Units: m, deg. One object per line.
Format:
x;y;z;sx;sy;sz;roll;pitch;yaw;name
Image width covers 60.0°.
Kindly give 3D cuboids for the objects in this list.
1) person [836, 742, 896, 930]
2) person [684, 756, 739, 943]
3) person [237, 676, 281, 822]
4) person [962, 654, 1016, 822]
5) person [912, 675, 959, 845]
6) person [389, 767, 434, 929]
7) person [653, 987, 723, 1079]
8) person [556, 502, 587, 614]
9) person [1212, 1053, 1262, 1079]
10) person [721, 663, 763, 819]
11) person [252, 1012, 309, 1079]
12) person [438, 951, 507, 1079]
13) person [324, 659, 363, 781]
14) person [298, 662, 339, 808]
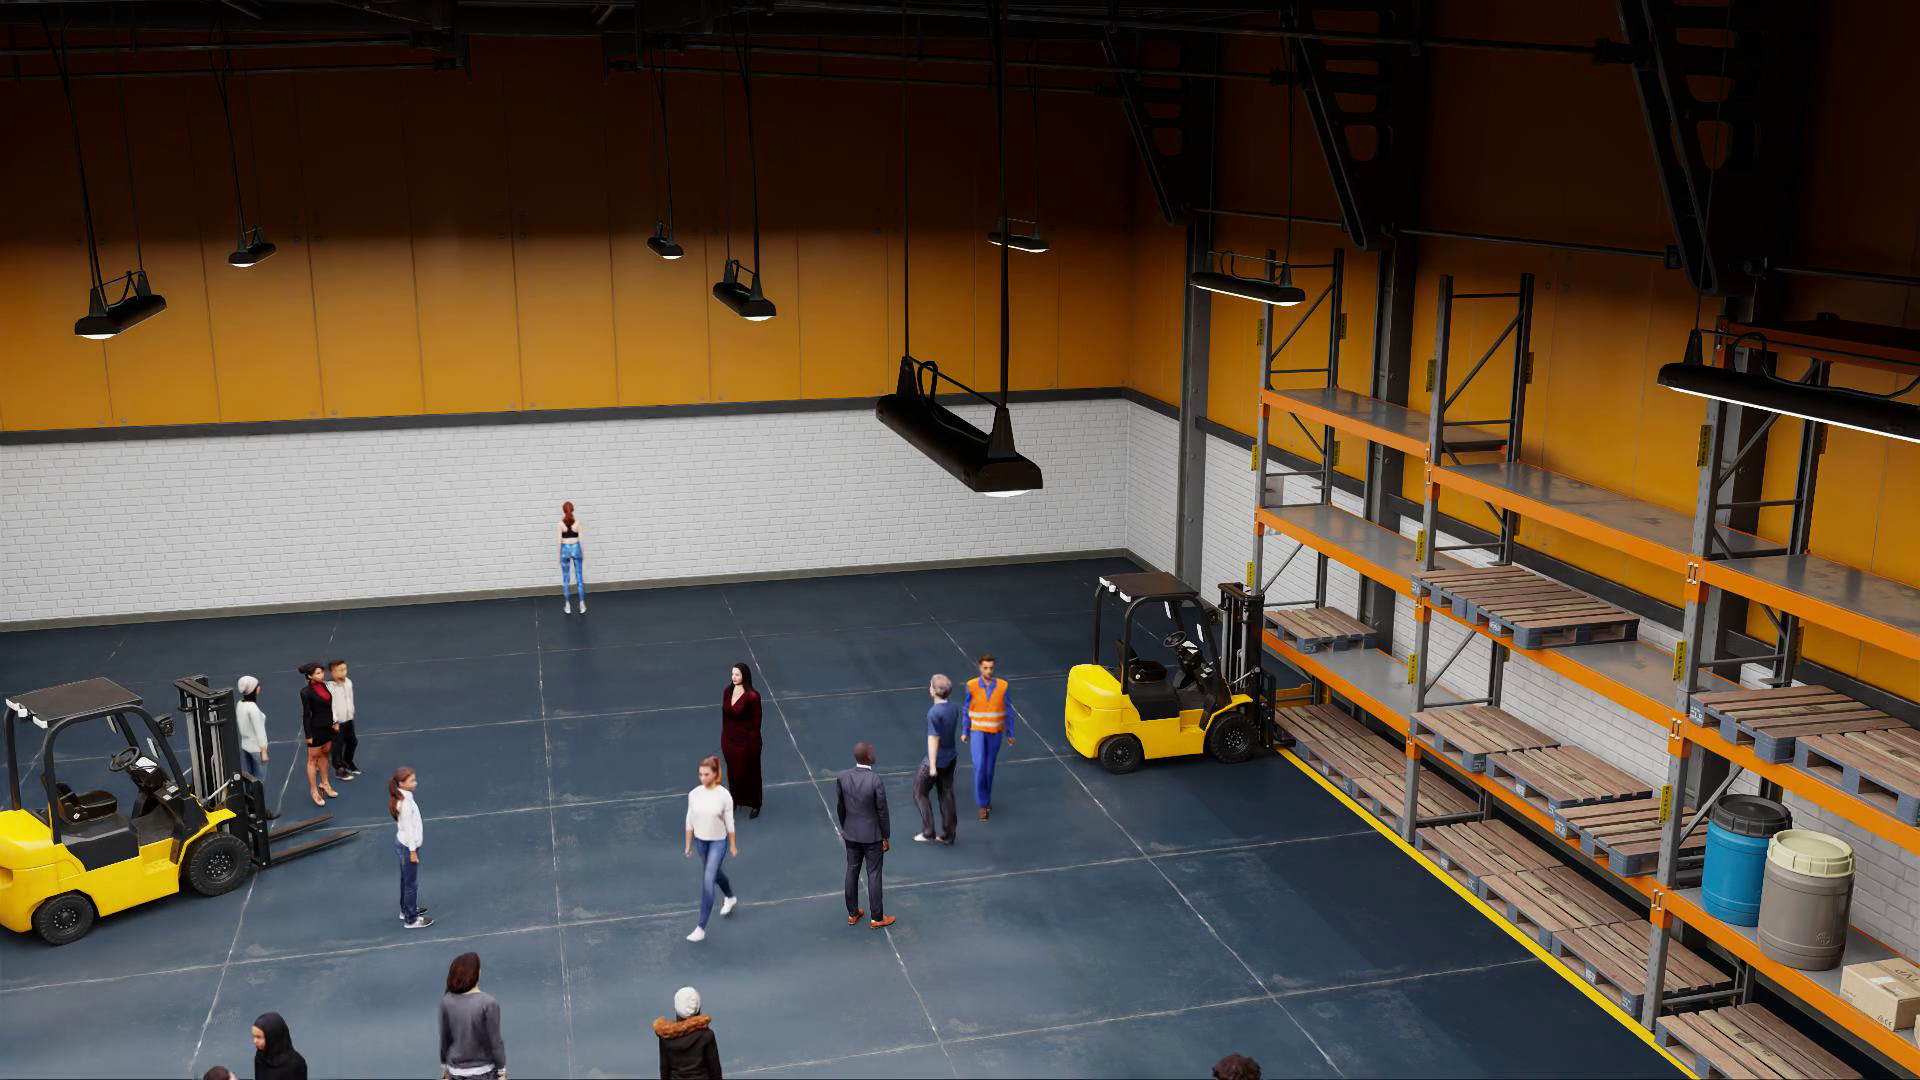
-0.903;2.782;15.745;0.782;1.824;0.835;7;15;28;person
-2.310;2.865;15.720;1.081;1.674;1.216;6;15;22;person
-7.739;2.269;18.242;0.591;1.644;0.702;12;18;41;person
0.278;2.121;18.434;0.753;1.843;0.914;-3;14;-10;person
-0.128;2.343;17.499;0.883;1.851;0.828;8;16;31;person
-5.253;2.902;15.816;0.624;1.556;0.495;-6;15;-24;person
-1.876;3.876;11.623;0.726;1.638;0.744;2;14;8;person
-6.128;0.268;26.209;0.542;1.785;0.578;-4;14;-15;person
1.776;4.068;10.512;1.112;1.787;1.137;9;17;34;person
-2.396;2.190;18.328;0.754;1.758;0.813;8;16;29;person
-4.548;3.949;11.399;0.942;1.601;0.989;8;16;29;person
-3.475;3.790;11.735;0.780;1.751;0.878;3;14;11;person
-7.290;2.088;19.415;0.728;1.444;0.644;6;15;23;person
-7.215;2.160;18.704;0.737;1.639;0.672;3;14;13;person
